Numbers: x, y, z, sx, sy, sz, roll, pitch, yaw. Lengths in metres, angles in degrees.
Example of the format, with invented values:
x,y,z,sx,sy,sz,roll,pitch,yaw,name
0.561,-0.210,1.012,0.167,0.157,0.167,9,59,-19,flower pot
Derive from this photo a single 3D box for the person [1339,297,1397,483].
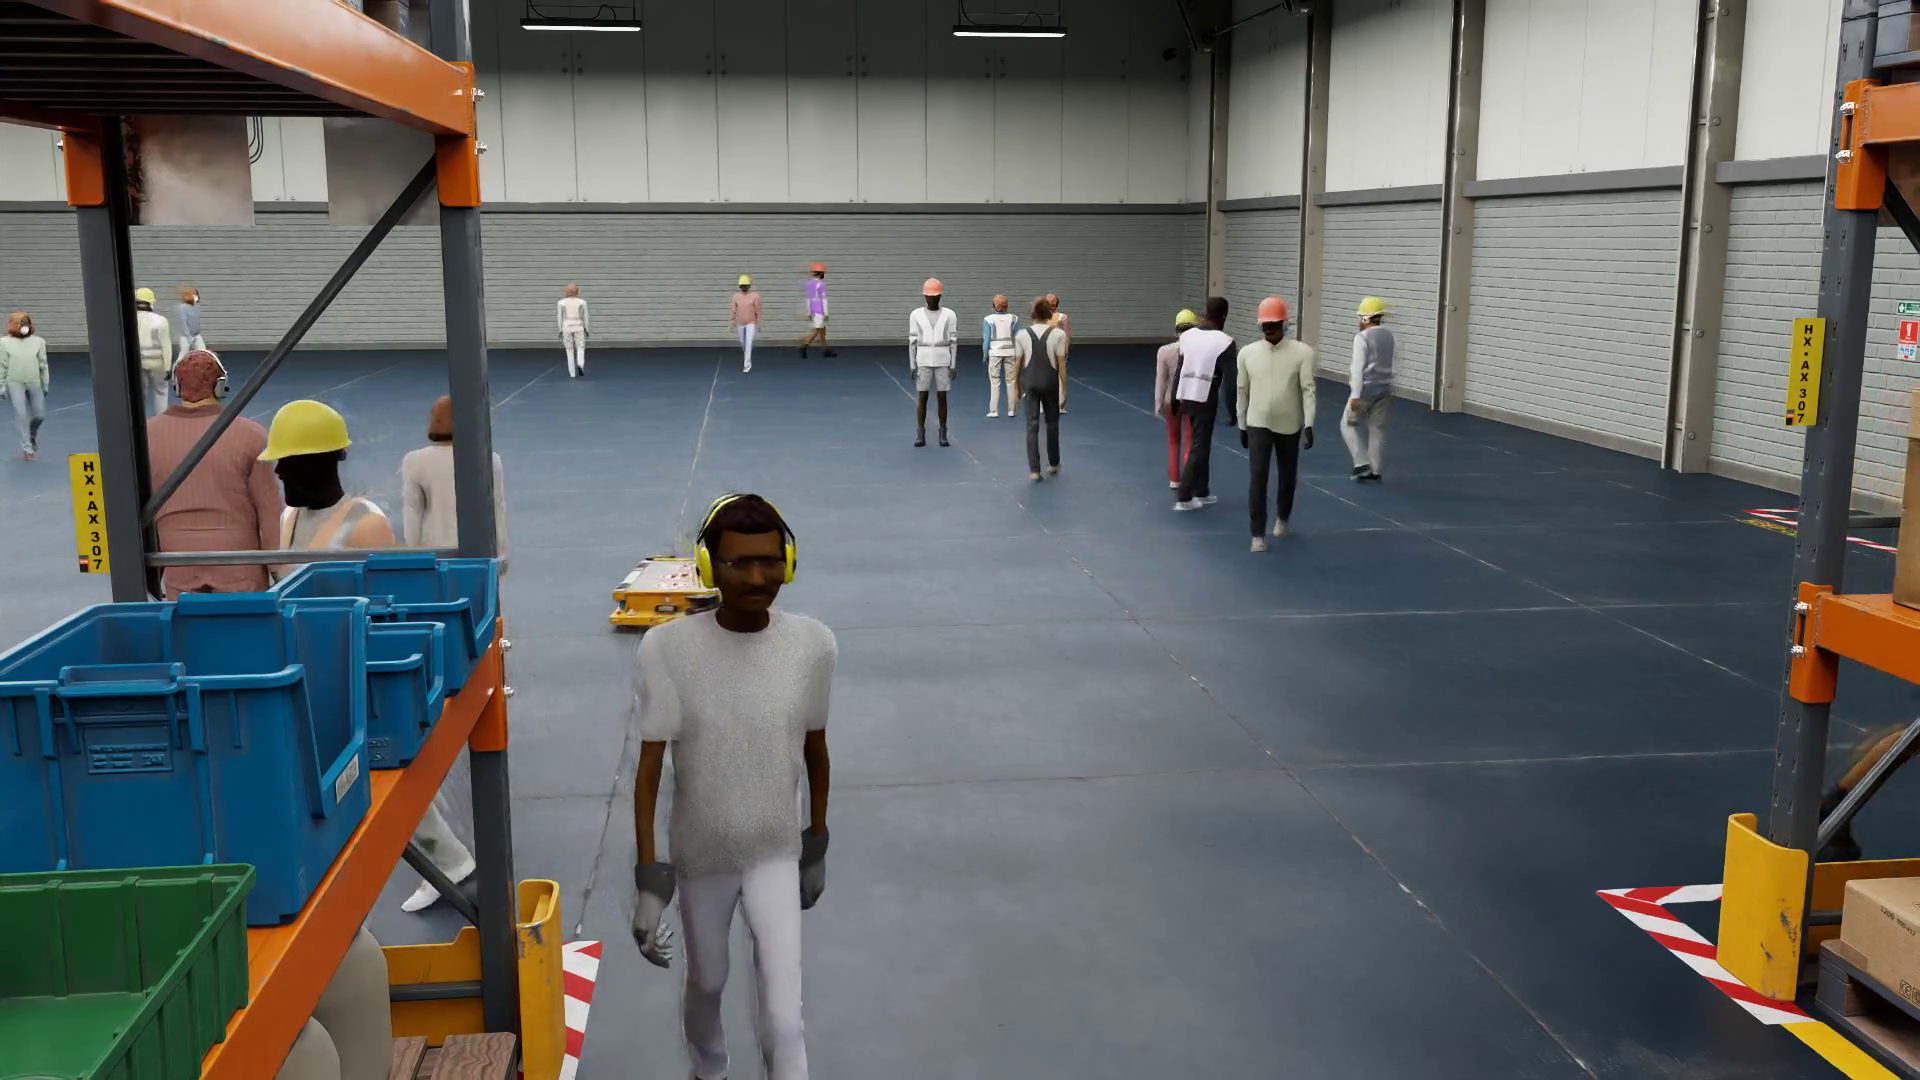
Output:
x,y,z,sx,sy,sz,roll,pitch,yaw,name
3.981,-1.455,16.255,0.624,1.817,0.458,-8,13,-38,person

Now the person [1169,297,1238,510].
x,y,z,sx,sy,sz,roll,pitch,yaw,name
2.200,-1.203,14.715,0.753,1.871,0.614,-8,13,-38,person

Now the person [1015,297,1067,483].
x,y,z,sx,sy,sz,roll,pitch,yaw,name
0.817,-1.506,16.576,0.543,1.798,0.940,2,11,11,person

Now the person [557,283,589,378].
x,y,z,sx,sy,sz,roll,pitch,yaw,name
-6.589,-3.560,28.340,0.517,1.625,0.397,-2,11,-12,person

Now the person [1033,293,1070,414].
x,y,z,sx,sy,sz,roll,pitch,yaw,name
1.237,-2.516,22.566,0.514,1.641,0.307,2,10,10,person

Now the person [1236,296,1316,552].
x,y,z,sx,sy,sz,roll,pitch,yaw,name
2.462,-0.926,12.998,0.609,1.960,0.942,2,11,11,person

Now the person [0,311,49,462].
x,y,z,sx,sy,sz,roll,pitch,yaw,name
-10.116,-1.662,17.954,0.506,1.622,0.506,-10,14,-44,person

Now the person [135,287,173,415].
x,y,z,sx,sy,sz,roll,pitch,yaw,name
-9.749,-2.111,19.910,0.592,1.811,0.685,-1,10,-5,person

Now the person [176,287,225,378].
x,y,z,sx,sy,sz,roll,pitch,yaw,name
-12.439,-3.300,27.017,0.889,1.583,0.522,2,11,13,person

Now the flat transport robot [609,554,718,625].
x,y,z,sx,sy,sz,roll,pitch,yaw,name
-1.824,0.310,10.826,0.652,0.197,1.431,0,10,-1,flat transport robot

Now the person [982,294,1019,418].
x,y,z,sx,sy,sz,roll,pitch,yaw,name
0.546,-2.442,22.154,0.513,1.642,0.311,-3,11,-18,person

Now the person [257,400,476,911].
x,y,z,sx,sy,sz,roll,pitch,yaw,name
-2.105,0.452,5.662,1.002,1.880,0.607,-10,14,-44,person

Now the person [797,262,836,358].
x,y,z,sx,sy,sz,roll,pitch,yaw,name
-2.866,-4.551,33.007,0.889,1.909,0.555,-7,13,-35,person

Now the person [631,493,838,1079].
x,y,z,sx,sy,sz,roll,pitch,yaw,name
-0.555,0.770,4.093,0.528,1.821,1.016,-2,11,-13,person

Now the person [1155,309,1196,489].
x,y,z,sx,sy,sz,roll,pitch,yaw,name
2.091,-1.286,15.578,0.532,1.742,0.790,2,11,13,person

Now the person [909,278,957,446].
x,y,z,sx,sy,sz,roll,pitch,yaw,name
-0.309,-2.030,19.092,0.551,1.932,0.378,0,10,-1,person

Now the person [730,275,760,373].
x,y,z,sx,sy,sz,roll,pitch,yaw,name
-3.822,-3.866,29.713,0.534,1.732,0.847,1,10,6,person

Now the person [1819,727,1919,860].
x,y,z,sx,sy,sz,roll,pitch,yaw,name
3.672,0.370,6.106,0.958,1.883,0.580,5,12,27,person

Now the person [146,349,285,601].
x,y,z,sx,sy,sz,roll,pitch,yaw,name
-3.368,0.093,7.537,0.653,1.905,0.408,-1,10,-5,person

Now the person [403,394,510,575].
x,y,z,sx,sy,sz,roll,pitch,yaw,name
-2.563,0.068,8.454,0.510,1.621,0.516,-1,10,-4,person
